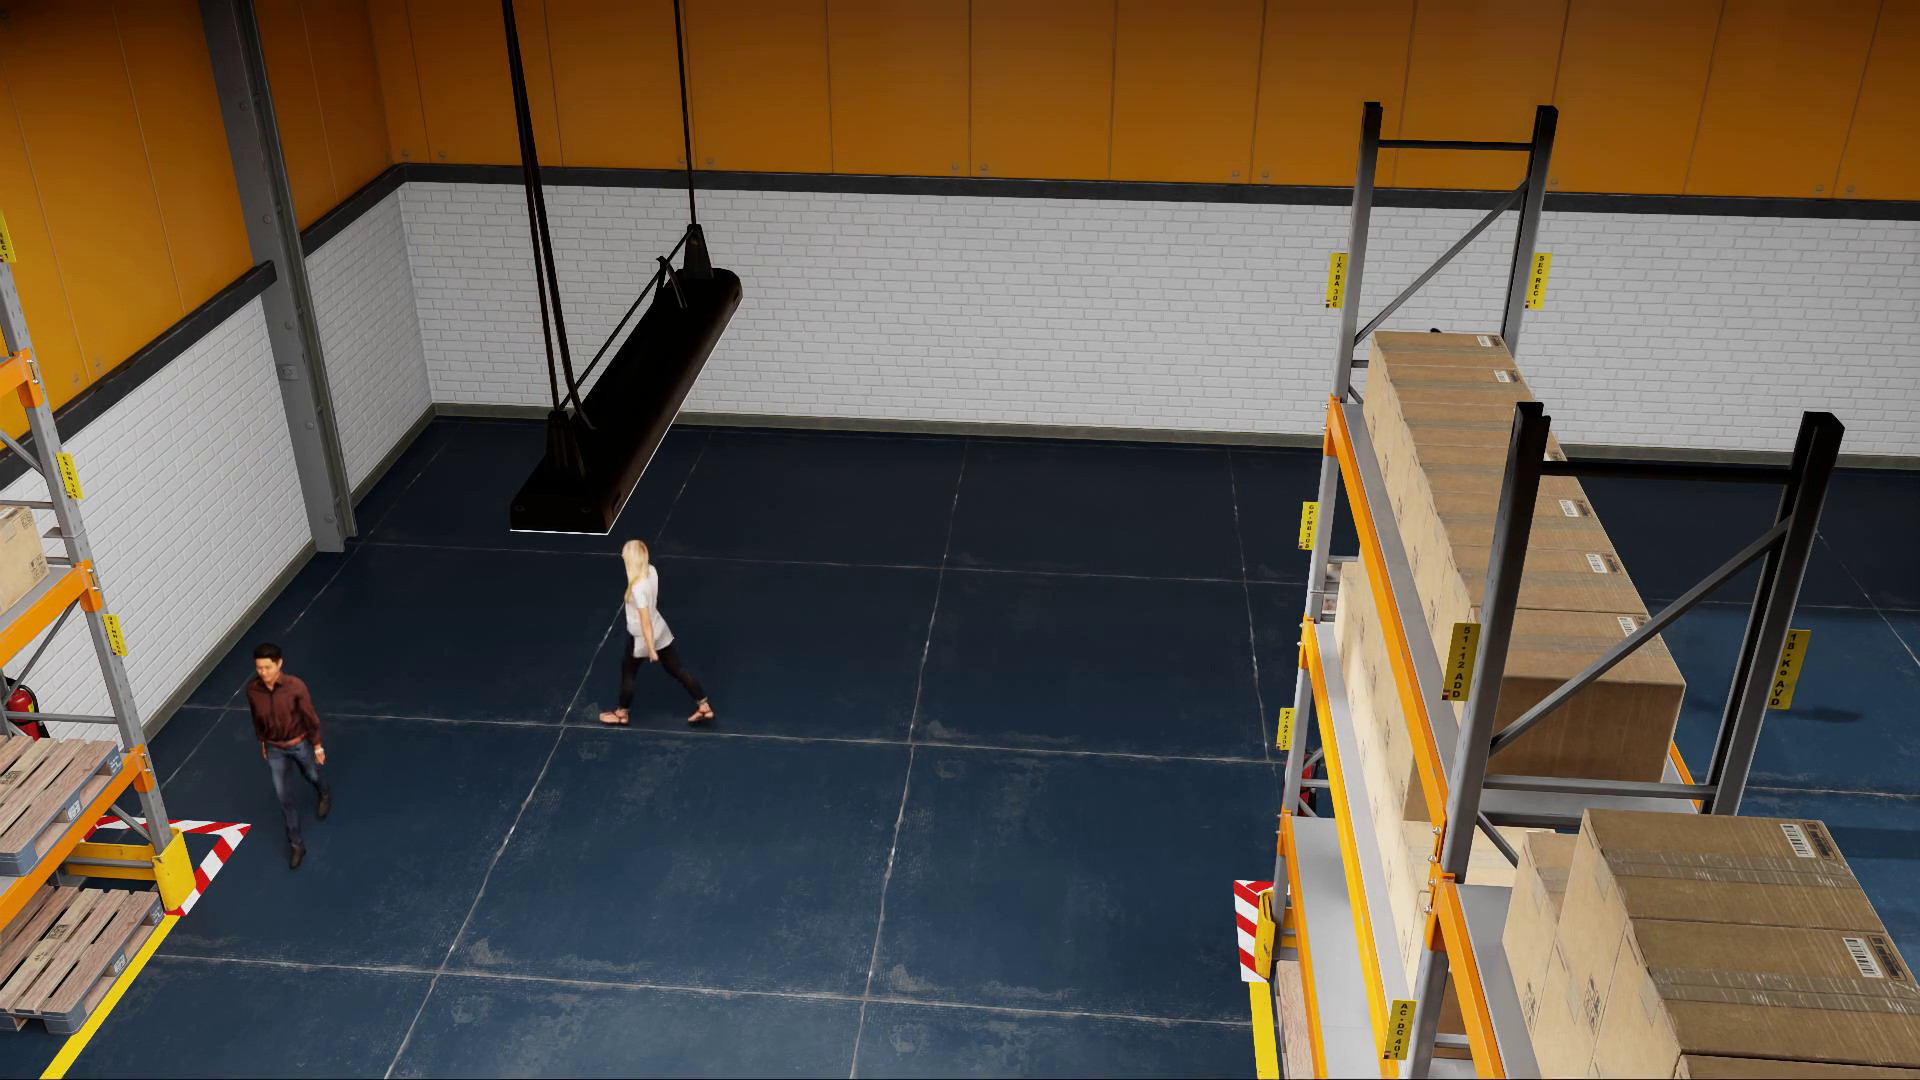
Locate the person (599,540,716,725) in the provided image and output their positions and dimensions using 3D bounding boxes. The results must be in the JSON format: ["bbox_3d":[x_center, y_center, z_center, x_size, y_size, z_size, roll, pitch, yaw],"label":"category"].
[{"bbox_3d":[-2.471,0.815,13.801,0.718,1.775,1.164,4,29,7],"label":"person"}]

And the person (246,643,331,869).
[{"bbox_3d":[-5.027,1.510,12.561,0.804,1.742,1.179,-3,29,-5],"label":"person"}]
